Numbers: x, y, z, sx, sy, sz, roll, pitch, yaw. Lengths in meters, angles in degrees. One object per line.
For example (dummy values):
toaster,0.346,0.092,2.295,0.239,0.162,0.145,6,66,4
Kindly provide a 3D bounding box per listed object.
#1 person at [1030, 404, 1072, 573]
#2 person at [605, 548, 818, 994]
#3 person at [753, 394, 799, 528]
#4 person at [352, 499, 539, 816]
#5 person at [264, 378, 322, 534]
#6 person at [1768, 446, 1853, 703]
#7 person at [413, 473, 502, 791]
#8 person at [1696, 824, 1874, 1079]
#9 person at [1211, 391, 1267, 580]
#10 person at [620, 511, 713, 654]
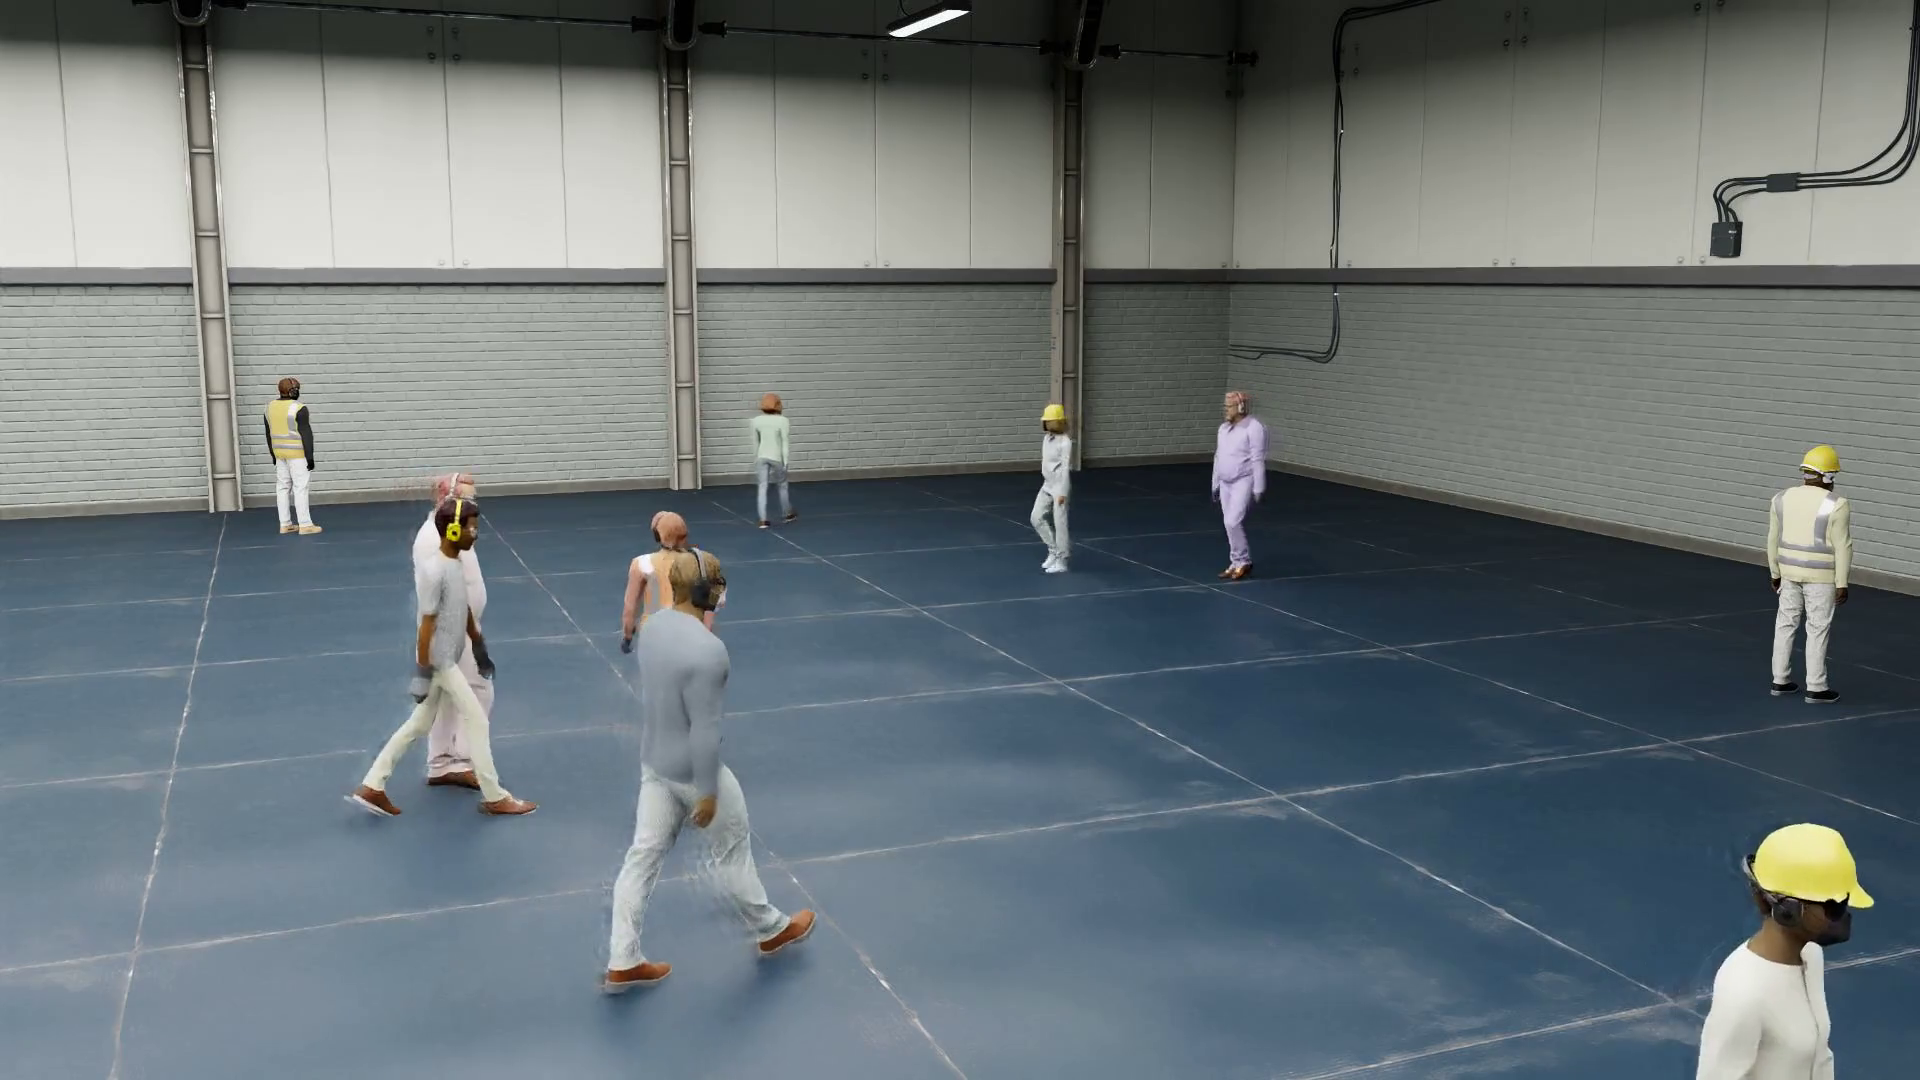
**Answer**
person,0.956,-0.518,16.924,0.392,1.725,0.518,-5,10,-27
person,-1.119,0.964,7.141,1.018,1.883,0.648,-7,12,-39
person,-2.246,-0.973,20.179,0.515,1.592,0.832,3,10,18
person,-2.927,0.669,9.250,0.980,1.822,0.534,-2,9,-10
person,-7.818,-0.983,19.510,0.633,1.843,0.429,4,10,22
person,6.069,0.240,11.859,0.404,1.830,0.600,-5,10,-29
person,-2.921,0.546,9.795,0.594,1.880,0.665,-2,9,-11
person,2.026,1.533,4.087,0.895,1.717,0.543,8,12,40
person,2.721,-0.533,16.532,0.476,1.887,0.681,-5,10,-28
person,-1.773,0.620,10.217,0.525,1.598,0.868,-5,10,-29
